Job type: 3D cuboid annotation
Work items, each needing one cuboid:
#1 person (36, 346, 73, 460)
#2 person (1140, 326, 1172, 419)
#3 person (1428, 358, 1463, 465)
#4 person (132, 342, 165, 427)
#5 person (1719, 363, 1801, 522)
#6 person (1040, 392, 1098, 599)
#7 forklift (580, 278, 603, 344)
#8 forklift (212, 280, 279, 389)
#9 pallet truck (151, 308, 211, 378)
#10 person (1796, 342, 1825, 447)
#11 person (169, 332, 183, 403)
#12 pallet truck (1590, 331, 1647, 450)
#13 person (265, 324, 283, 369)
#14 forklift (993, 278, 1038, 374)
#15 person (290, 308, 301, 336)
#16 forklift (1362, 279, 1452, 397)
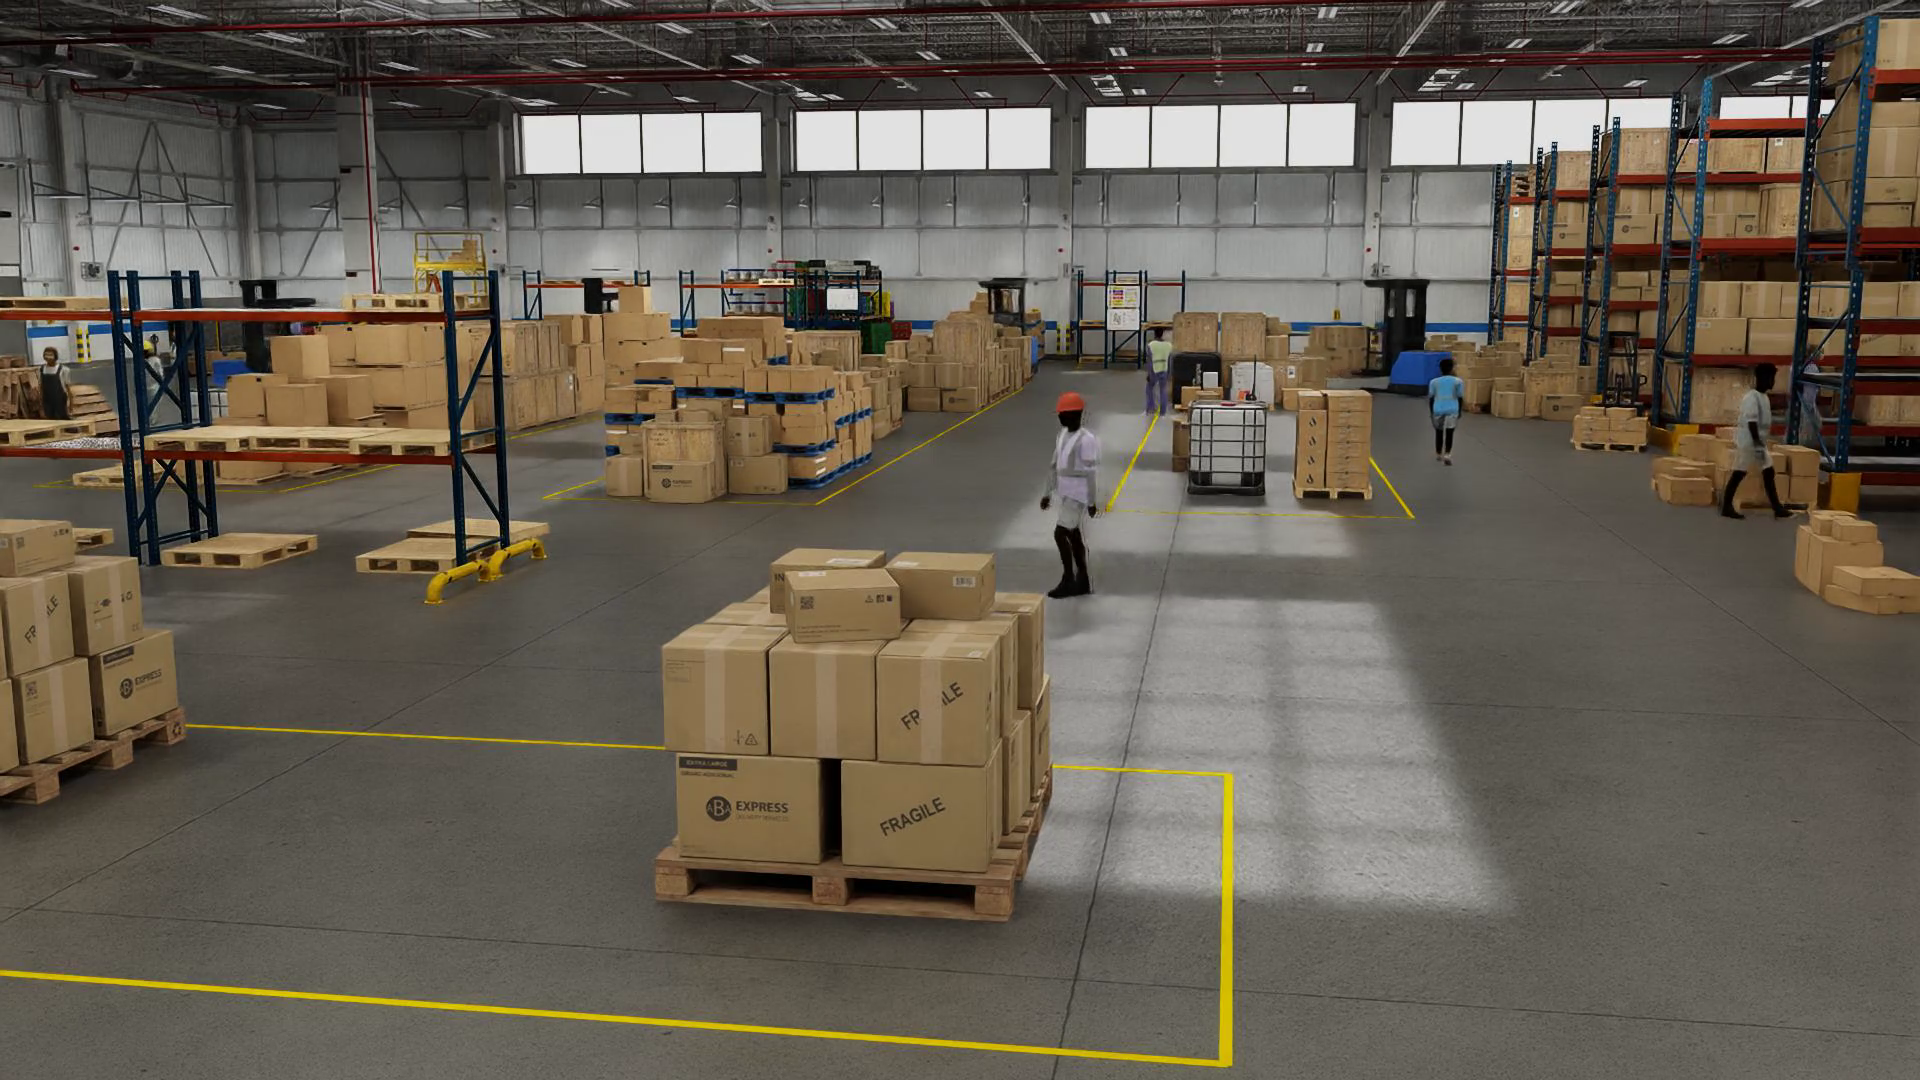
[{"bbox_3d":[-14.583,-2.220,26.853,0.506,1.831,0.555,-1,9,-4],"label":"person"},{"bbox_3d":[4.045,-3.459,34.314,0.618,1.881,0.874,-4,10,-23],"label":"person"},{"bbox_3d":[7.623,-2.023,26.135,0.522,1.664,0.856,3,10,20],"label":"person"},{"bbox_3d":[-15.104,-2.820,30.886,0.510,1.703,0.849,-1,9,-8],"label":"person"},{"bbox_3d":[9.646,-1.152,19.958,0.610,1.920,0.962,-8,12,-42],"label":"person"},{"bbox_3d":[0.965,-0.414,15.418,0.647,1.914,0.557,-3,10,-19],"label":"person"},{"bbox_3d":[-10.011,-5.756,45.415,1.873,2.768,1.129,0,9,1],"label":"forklift"},{"bbox_3d":[-15.176,-4.253,36.142,1.873,2.768,1.129,1,9,9],"label":"forklift"},{"bbox_3d":[-21.869,-5.598,47.154,0.823,1.965,1.885,4,10,26],"label":"pallet truck"},{"bbox_3d":[13.216,-2.108,25.853,0.449,1.921,0.661,4,10,23],"label":"person"},{"bbox_3d":[-17.882,-3.944,38.056,0.523,1.639,0.308,6,11,32],"label":"person"},{"bbox_3d":[11.253,-2.573,28.499,0.823,1.965,1.885,5,10,27],"label":"pallet truck"},{"bbox_3d":[-14.750,-3.744,36.085,0.652,1.888,1.040,-1,9,-6],"label":"person"},{"bbox_3d":[1.443,-6.129,47.715,1.129,2.768,1.873,4,10,24],"label":"forklift"},{"bbox_3d":[-19.908,-6.020,50.045,0.835,1.909,0.552,-6,11,-34],"label":"person"},{"bbox_3d":[10.871,-4.906,40.171,1.129,2.768,1.873,-7,11,-35],"label":"forklift"}]
